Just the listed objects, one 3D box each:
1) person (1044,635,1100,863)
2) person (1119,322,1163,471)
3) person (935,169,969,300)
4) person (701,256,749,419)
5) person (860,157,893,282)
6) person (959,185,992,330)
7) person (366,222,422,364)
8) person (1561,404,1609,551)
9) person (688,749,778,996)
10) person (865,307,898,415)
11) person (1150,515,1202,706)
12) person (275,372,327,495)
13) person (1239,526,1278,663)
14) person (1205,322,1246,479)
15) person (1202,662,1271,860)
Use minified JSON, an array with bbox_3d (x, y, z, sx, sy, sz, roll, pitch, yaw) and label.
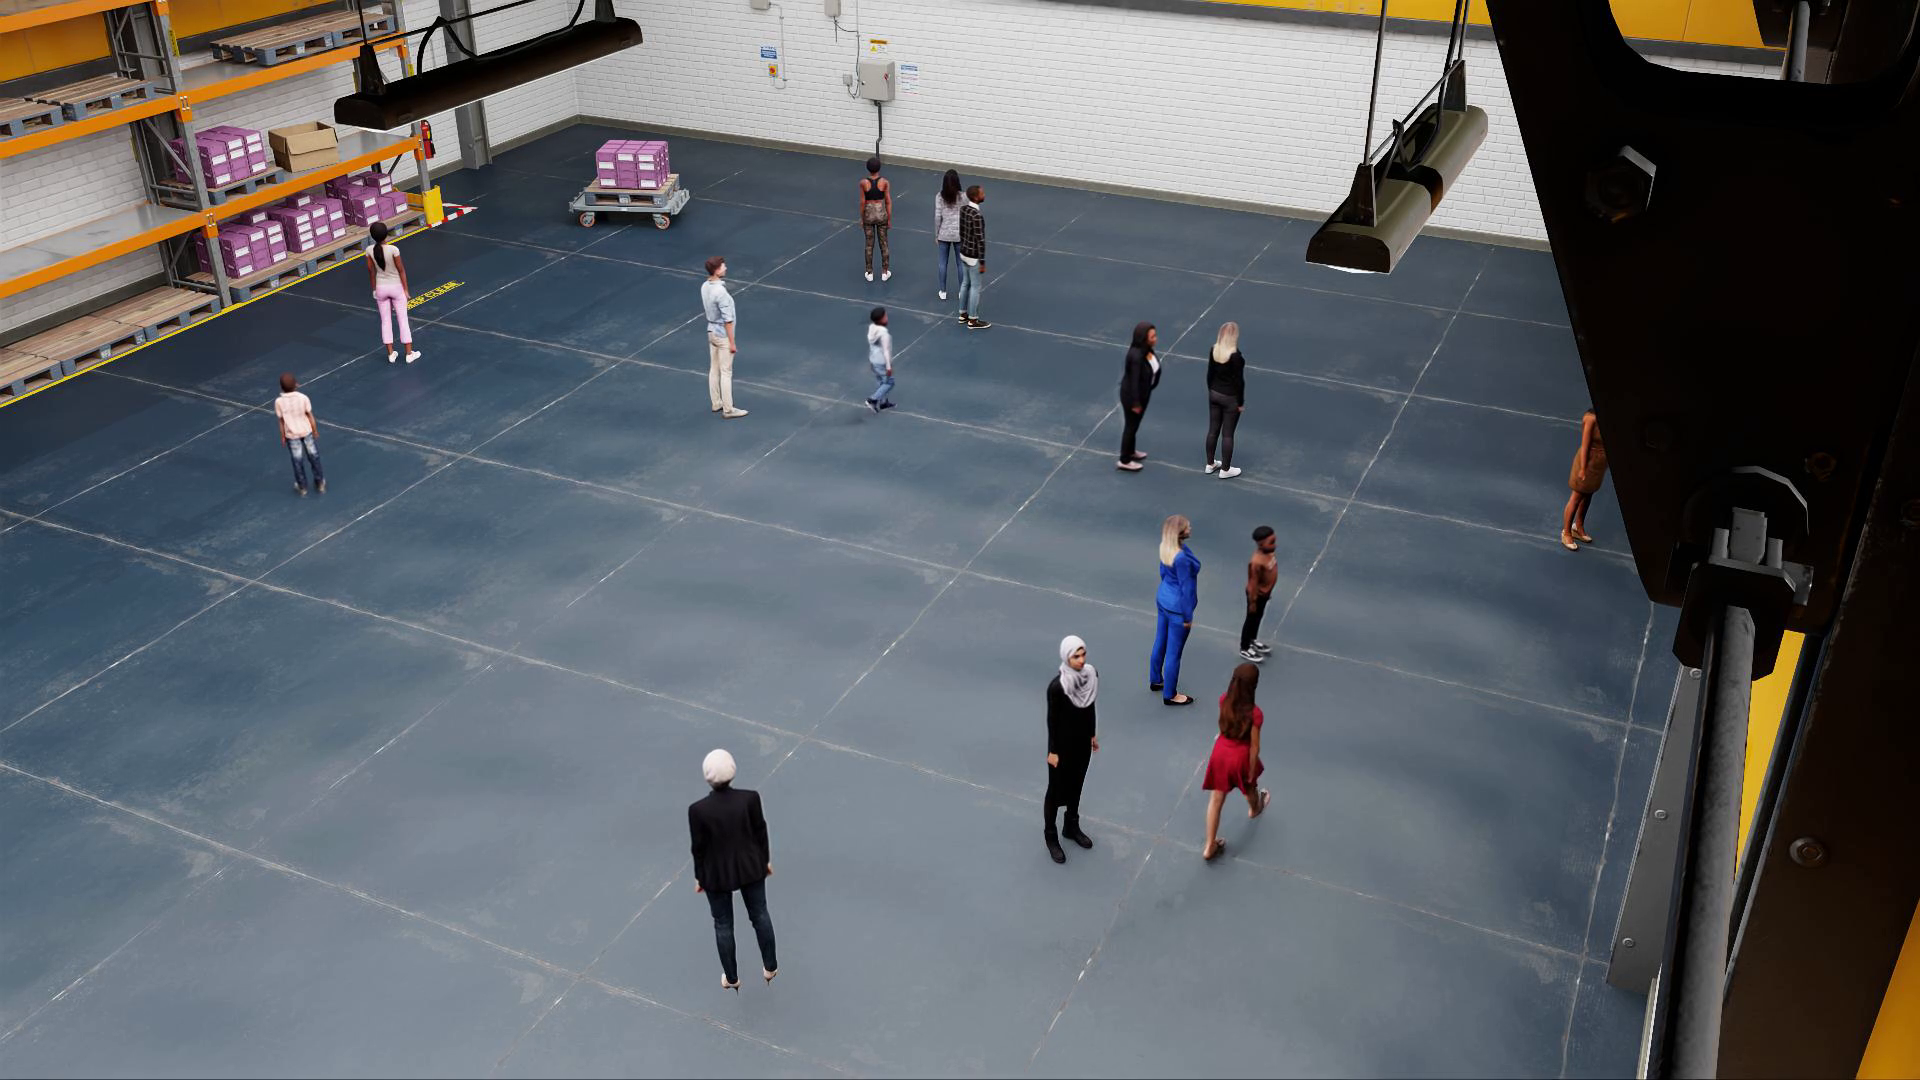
[{"bbox_3d":[0.774,1.455,11.802,0.621,1.780,0.741,-20,35,-32],"label":"person"},{"bbox_3d":[1.847,-1.523,17.438,0.736,1.611,0.613,7,29,13],"label":"person"},{"bbox_3d":[-0.107,-4.025,21.898,0.679,1.733,0.656,1,29,2],"label":"person"},{"bbox_3d":[-2.679,-2.280,18.578,0.731,1.847,0.734,-19,34,-31],"label":"person"},{"bbox_3d":[-1.147,-4.357,22.539,0.661,1.700,0.673,-2,29,-3],"label":"person"},{"bbox_3d":[0.152,-3.592,21.012,0.772,1.820,0.738,-13,31,-23],"label":"person"},{"bbox_3d":[-6.851,-2.983,19.978,0.653,1.741,0.638,1,29,1],"label":"person"},{"bbox_3d":[6.022,-0.720,15.888,0.579,1.685,0.693,-21,35,-33],"label":"person"},{"bbox_3d":[-1.356,2.048,10.218,0.836,1.781,0.796,-9,30,-15],"label":"person"},{"bbox_3d":[-0.928,-2.007,18.696,0.749,1.255,0.661,-16,32,-27],"label":"person"},{"bbox_3d":[1.733,0.553,13.537,0.760,1.701,0.695,-9,30,-16],"label":"person"},{"bbox_3d":[-6.755,-1.100,16.979,0.561,1.307,0.643,-15,32,-25],"label":"person"},{"bbox_3d":[2.546,0.435,14.221,0.600,1.254,0.440,17,33,29],"label":"person"},{"bbox_3d":[2.736,-1.454,17.234,0.672,1.686,0.682,-22,36,-35],"label":"person"},{"bbox_3d":[1.906,1.596,11.829,0.645,1.507,1.080,18,33,29],"label":"person"}]
